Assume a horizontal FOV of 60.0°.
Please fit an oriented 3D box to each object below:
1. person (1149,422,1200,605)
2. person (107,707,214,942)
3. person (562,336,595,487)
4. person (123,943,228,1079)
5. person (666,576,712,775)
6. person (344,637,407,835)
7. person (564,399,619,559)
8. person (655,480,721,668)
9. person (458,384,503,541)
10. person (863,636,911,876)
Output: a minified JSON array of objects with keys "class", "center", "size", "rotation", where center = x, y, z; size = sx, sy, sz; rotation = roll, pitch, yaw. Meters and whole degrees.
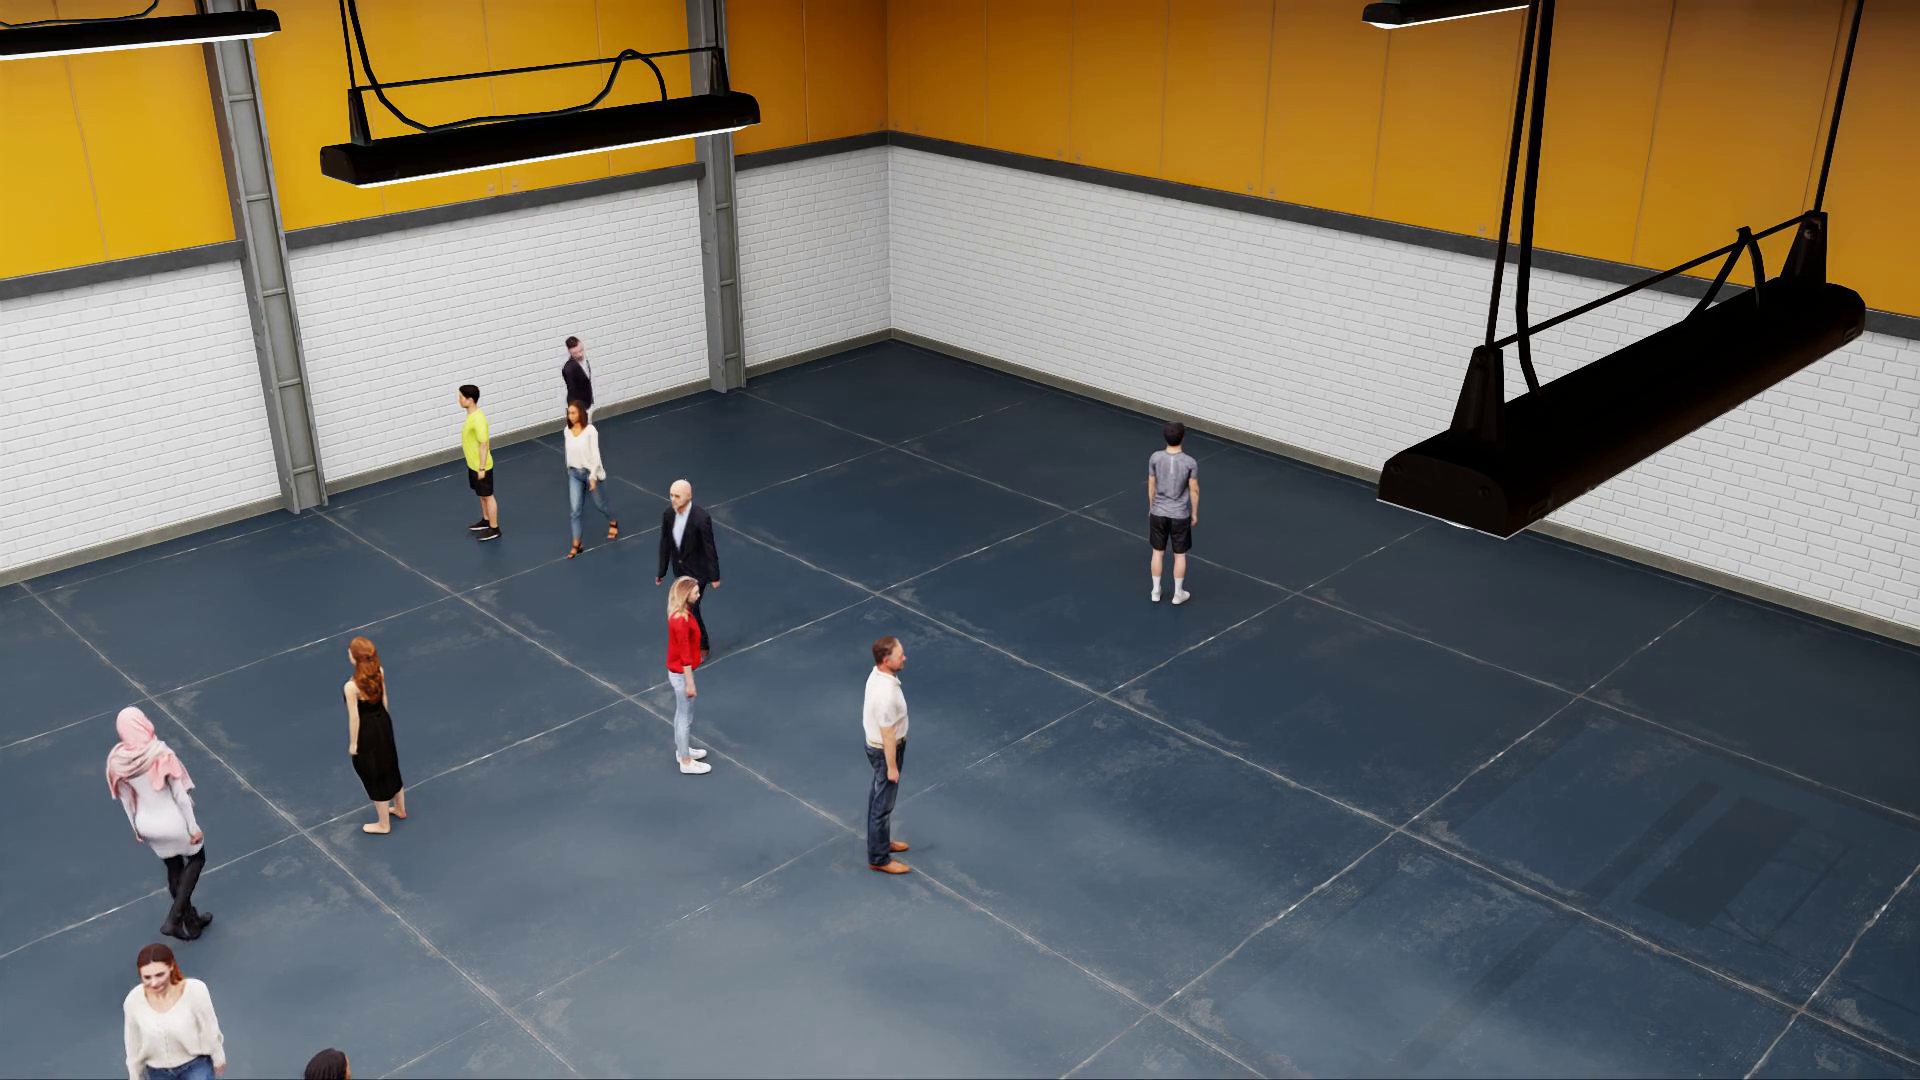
[{"class":"person","center":[2.055,-0.268,16.223],"size":[0.732,1.871,0.705],"rotation":[9,25,20]},{"class":"person","center":[-5.394,1.981,11.186],"size":[0.886,1.784,0.948],"rotation":[2,24,4]},{"class":"person","center":[-4.391,-1.507,19.157],"size":[0.926,1.791,0.838],"rotation":[-3,24,-7]},{"class":"person","center":[-4.317,2.893,9.241],"size":[0.883,1.671,0.918],"rotation":[-4,24,-8]},{"class":"person","center":[-2.222,1.068,13.377],"size":[0.698,1.704,0.693],"rotation":[-6,24,-13]},{"class":"person","center":[-4.433,1.464,12.569],"size":[0.716,1.625,0.630],"rotation":[8,25,18]},{"class":"person","center":[-3.859,-0.680,17.448],"size":[0.889,1.646,1.133],"rotation":[9,25,19]},{"class":"person","center":[-2.397,0.256,15.130],"size":[0.753,1.787,0.699],"rotation":[15,28,31]},{"class":"person","center":[-5.133,-0.858,17.776],"size":[0.647,1.708,0.686],"rotation":[-11,26,-23]},{"class":"person","center":[-0.559,1.533,12.127],"size":[0.791,1.853,0.741],"rotation":[-1,24,-2]}]
